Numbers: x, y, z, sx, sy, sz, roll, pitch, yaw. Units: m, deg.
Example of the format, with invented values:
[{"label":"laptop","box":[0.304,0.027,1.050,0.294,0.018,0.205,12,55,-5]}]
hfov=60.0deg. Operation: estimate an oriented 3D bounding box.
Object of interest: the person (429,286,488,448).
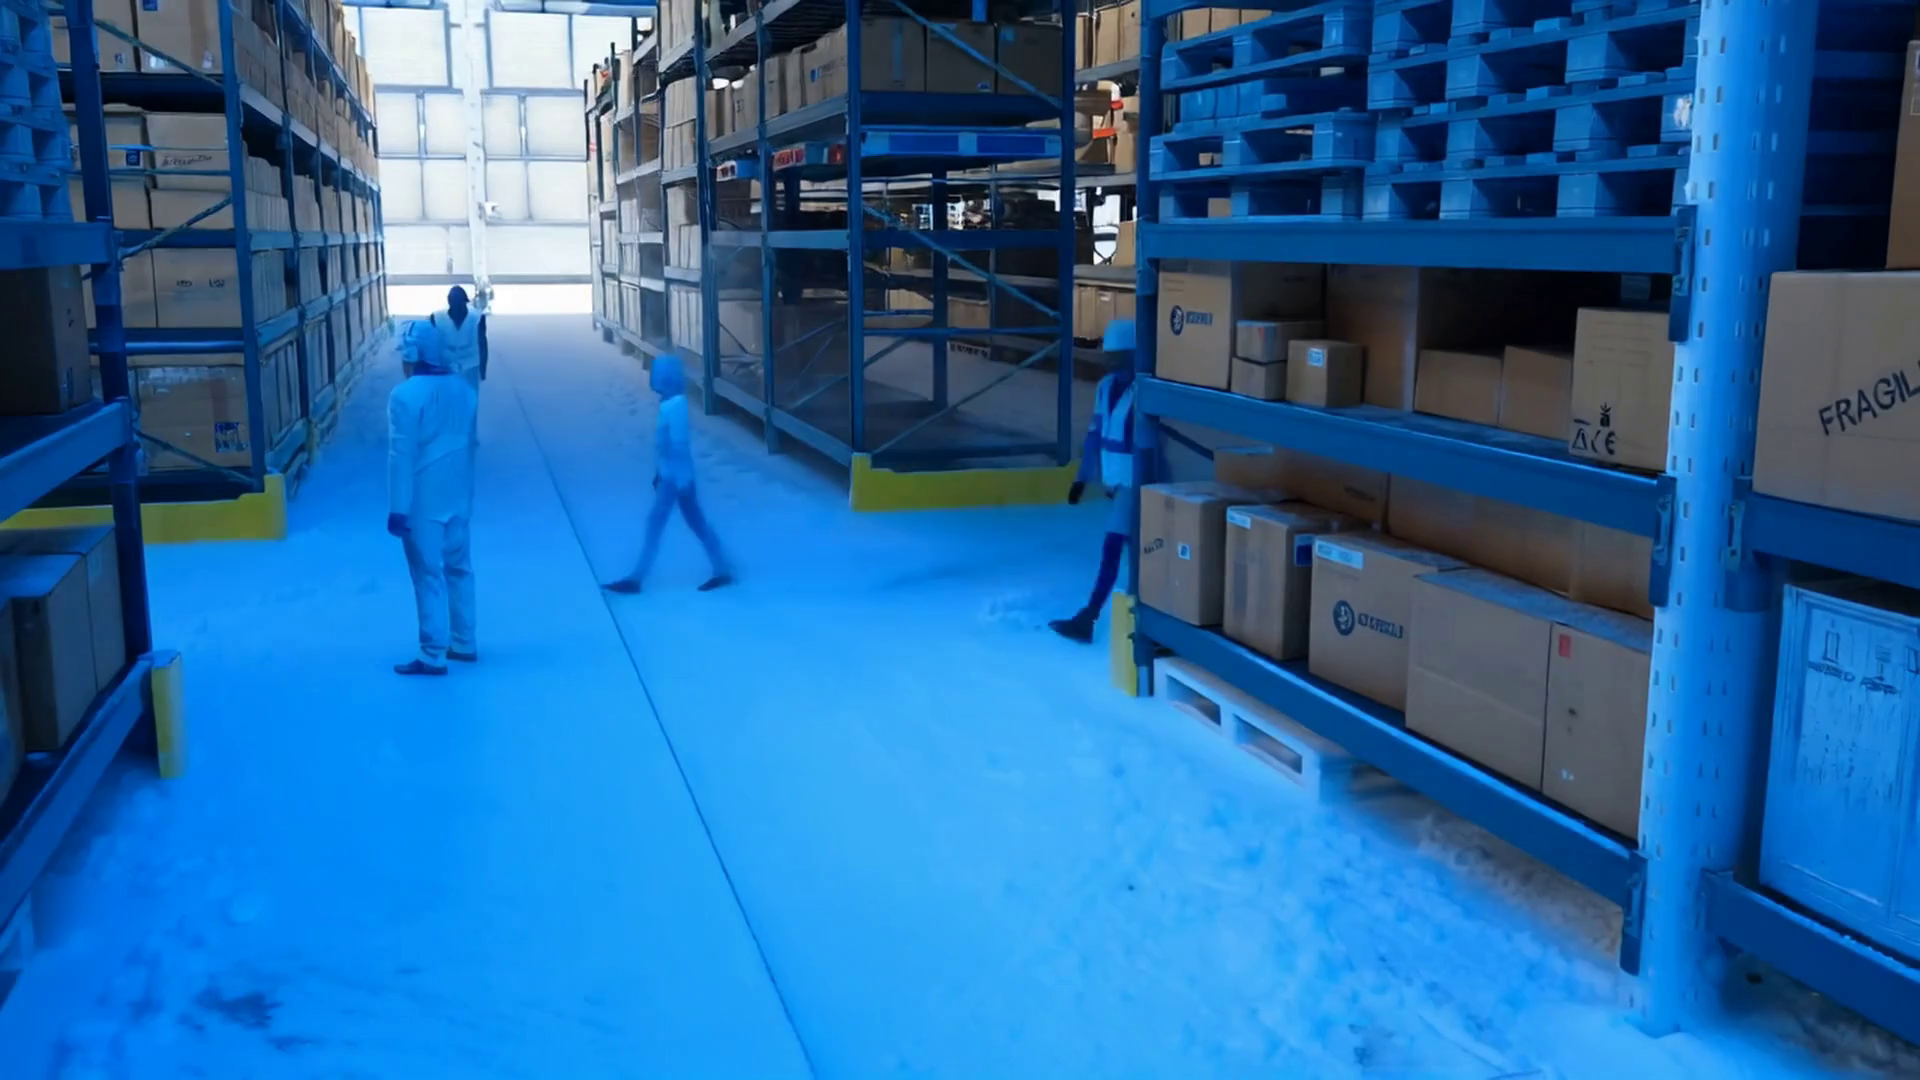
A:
[{"label":"person","box":[-5.634,-1.940,18.699,0.630,1.791,0.968,-3,11,-14]}]

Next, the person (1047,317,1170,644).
[{"label":"person","box":[0.925,-0.349,9.719,1.005,1.881,0.552,-5,12,-27]}]

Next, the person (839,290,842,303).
[{"label":"person","box":[-2.911,-5.348,37.494,0.528,1.743,0.735,-2,10,-9]}]

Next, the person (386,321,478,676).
[{"label":"person","box":[-2.871,-0.225,9.003,0.399,1.902,0.642,3,11,18]}]

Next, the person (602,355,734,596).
[{"label":"person","box":[-1.907,-0.422,10.925,0.872,1.582,0.523,-2,10,-9]}]

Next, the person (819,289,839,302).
[{"label":"person","box":[-2.587,-4.574,32.614,0.429,1.982,0.619,-7,12,-33]}]
